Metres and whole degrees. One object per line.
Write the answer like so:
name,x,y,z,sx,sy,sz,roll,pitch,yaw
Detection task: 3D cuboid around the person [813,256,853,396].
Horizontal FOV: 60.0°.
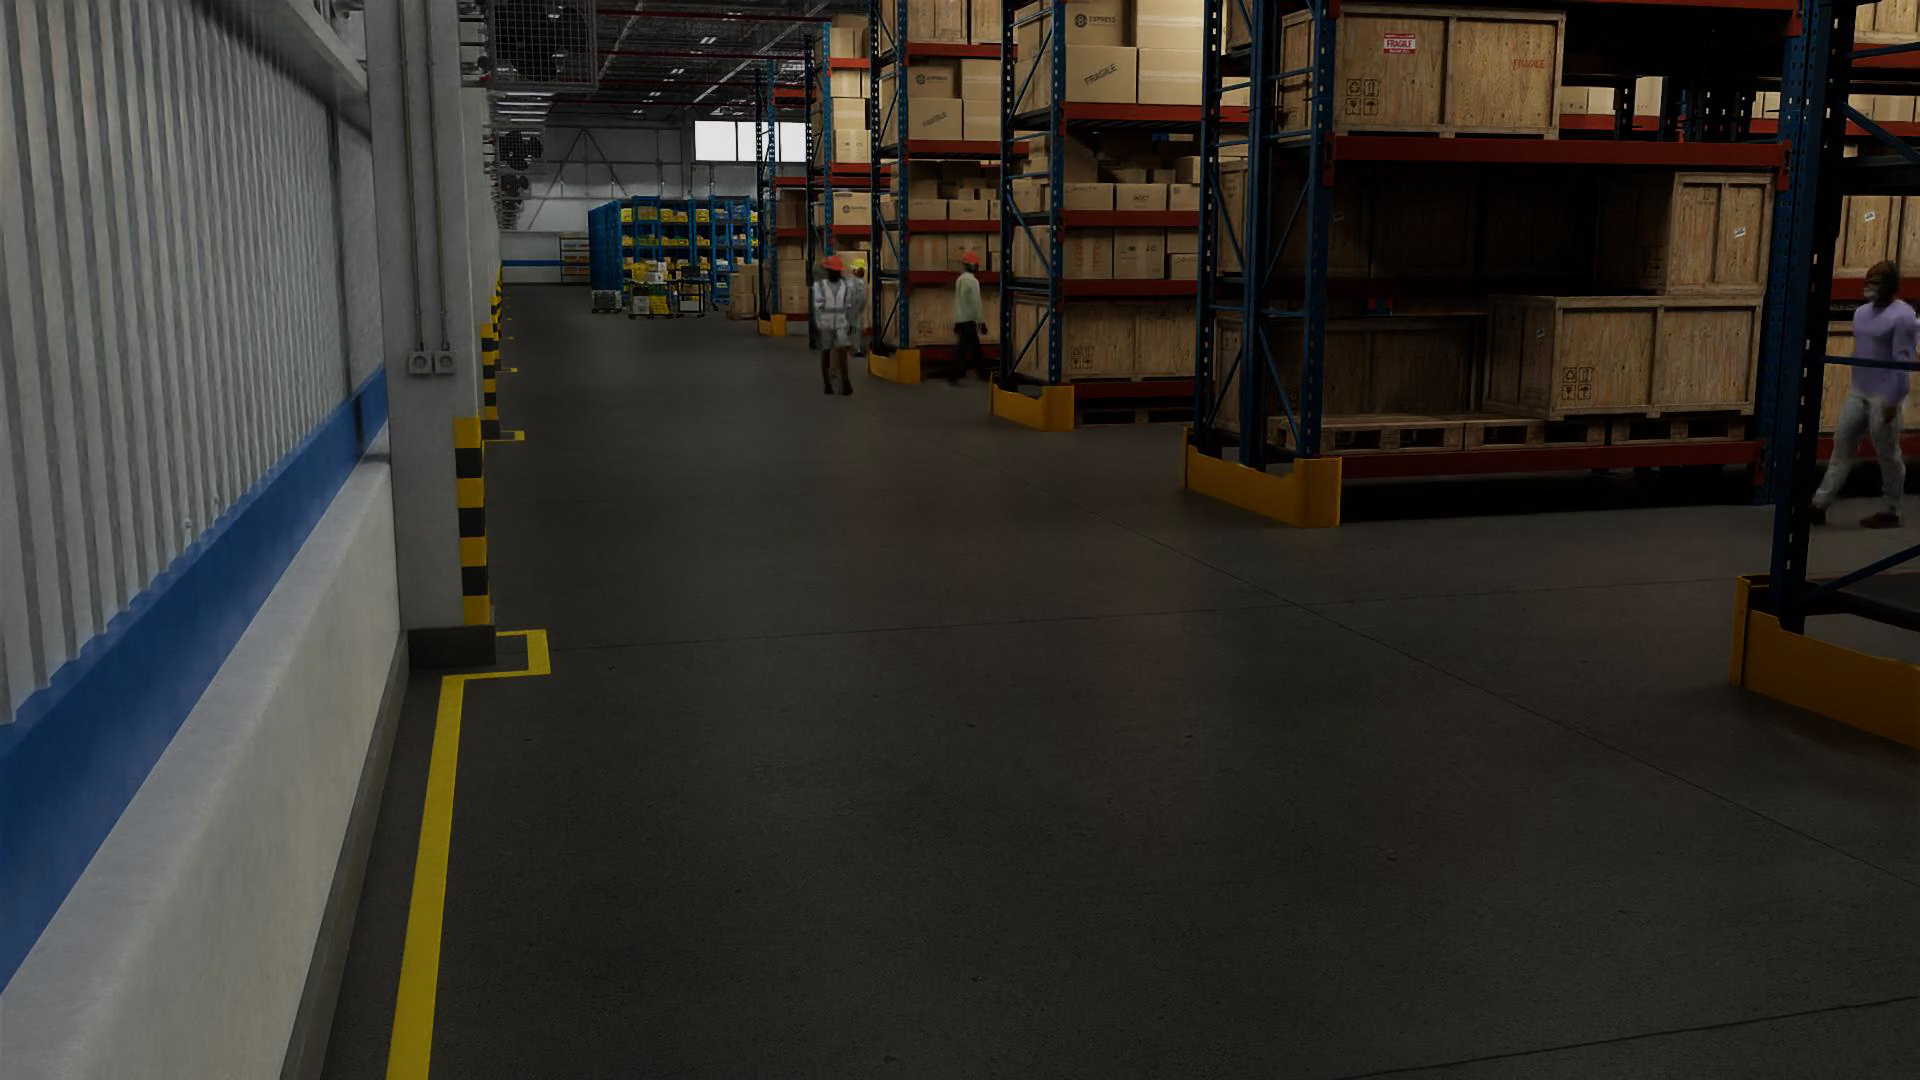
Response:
person,-1.710,-2.888,22.547,0.563,1.882,0.987,-3,10,-16

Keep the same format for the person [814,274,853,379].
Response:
person,-1.962,-3.355,25.616,0.576,1.733,0.571,-3,11,-19

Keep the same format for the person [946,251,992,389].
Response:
person,0.215,-3.135,23.770,0.998,1.939,0.651,-4,11,-21

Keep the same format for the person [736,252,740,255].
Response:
person,-9.138,-11.016,68.715,0.403,1.834,0.589,-4,11,-20

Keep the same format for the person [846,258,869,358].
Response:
person,-1.893,-4.218,30.285,0.467,1.810,0.588,4,11,19

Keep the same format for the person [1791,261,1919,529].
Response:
person,6.429,-1.011,11.842,0.825,1.907,0.657,-2,10,-10
